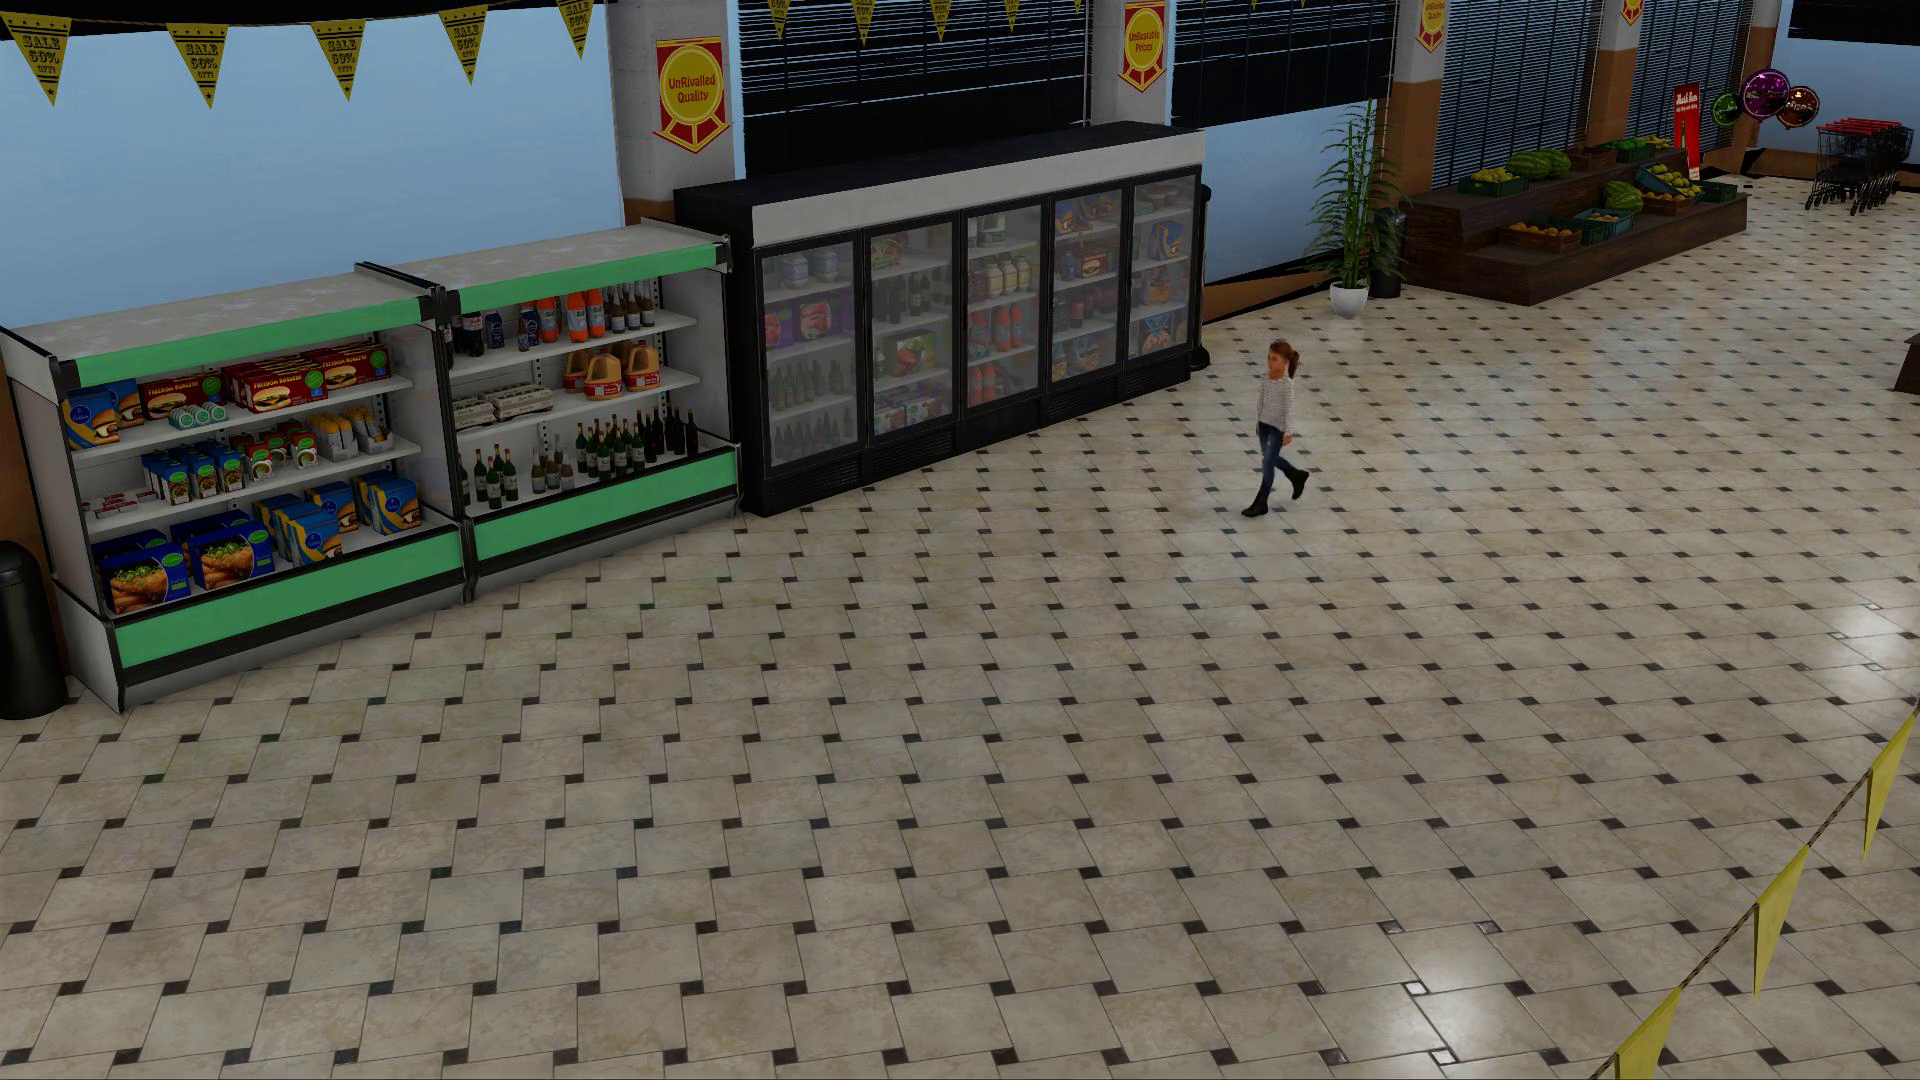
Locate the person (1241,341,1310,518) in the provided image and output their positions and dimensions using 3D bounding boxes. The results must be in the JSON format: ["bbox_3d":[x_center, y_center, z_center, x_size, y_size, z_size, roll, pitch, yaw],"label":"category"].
[{"bbox_3d":[2.350,-0.819,12.165,0.896,1.302,0.615,-13,25,-28],"label":"person"}]
